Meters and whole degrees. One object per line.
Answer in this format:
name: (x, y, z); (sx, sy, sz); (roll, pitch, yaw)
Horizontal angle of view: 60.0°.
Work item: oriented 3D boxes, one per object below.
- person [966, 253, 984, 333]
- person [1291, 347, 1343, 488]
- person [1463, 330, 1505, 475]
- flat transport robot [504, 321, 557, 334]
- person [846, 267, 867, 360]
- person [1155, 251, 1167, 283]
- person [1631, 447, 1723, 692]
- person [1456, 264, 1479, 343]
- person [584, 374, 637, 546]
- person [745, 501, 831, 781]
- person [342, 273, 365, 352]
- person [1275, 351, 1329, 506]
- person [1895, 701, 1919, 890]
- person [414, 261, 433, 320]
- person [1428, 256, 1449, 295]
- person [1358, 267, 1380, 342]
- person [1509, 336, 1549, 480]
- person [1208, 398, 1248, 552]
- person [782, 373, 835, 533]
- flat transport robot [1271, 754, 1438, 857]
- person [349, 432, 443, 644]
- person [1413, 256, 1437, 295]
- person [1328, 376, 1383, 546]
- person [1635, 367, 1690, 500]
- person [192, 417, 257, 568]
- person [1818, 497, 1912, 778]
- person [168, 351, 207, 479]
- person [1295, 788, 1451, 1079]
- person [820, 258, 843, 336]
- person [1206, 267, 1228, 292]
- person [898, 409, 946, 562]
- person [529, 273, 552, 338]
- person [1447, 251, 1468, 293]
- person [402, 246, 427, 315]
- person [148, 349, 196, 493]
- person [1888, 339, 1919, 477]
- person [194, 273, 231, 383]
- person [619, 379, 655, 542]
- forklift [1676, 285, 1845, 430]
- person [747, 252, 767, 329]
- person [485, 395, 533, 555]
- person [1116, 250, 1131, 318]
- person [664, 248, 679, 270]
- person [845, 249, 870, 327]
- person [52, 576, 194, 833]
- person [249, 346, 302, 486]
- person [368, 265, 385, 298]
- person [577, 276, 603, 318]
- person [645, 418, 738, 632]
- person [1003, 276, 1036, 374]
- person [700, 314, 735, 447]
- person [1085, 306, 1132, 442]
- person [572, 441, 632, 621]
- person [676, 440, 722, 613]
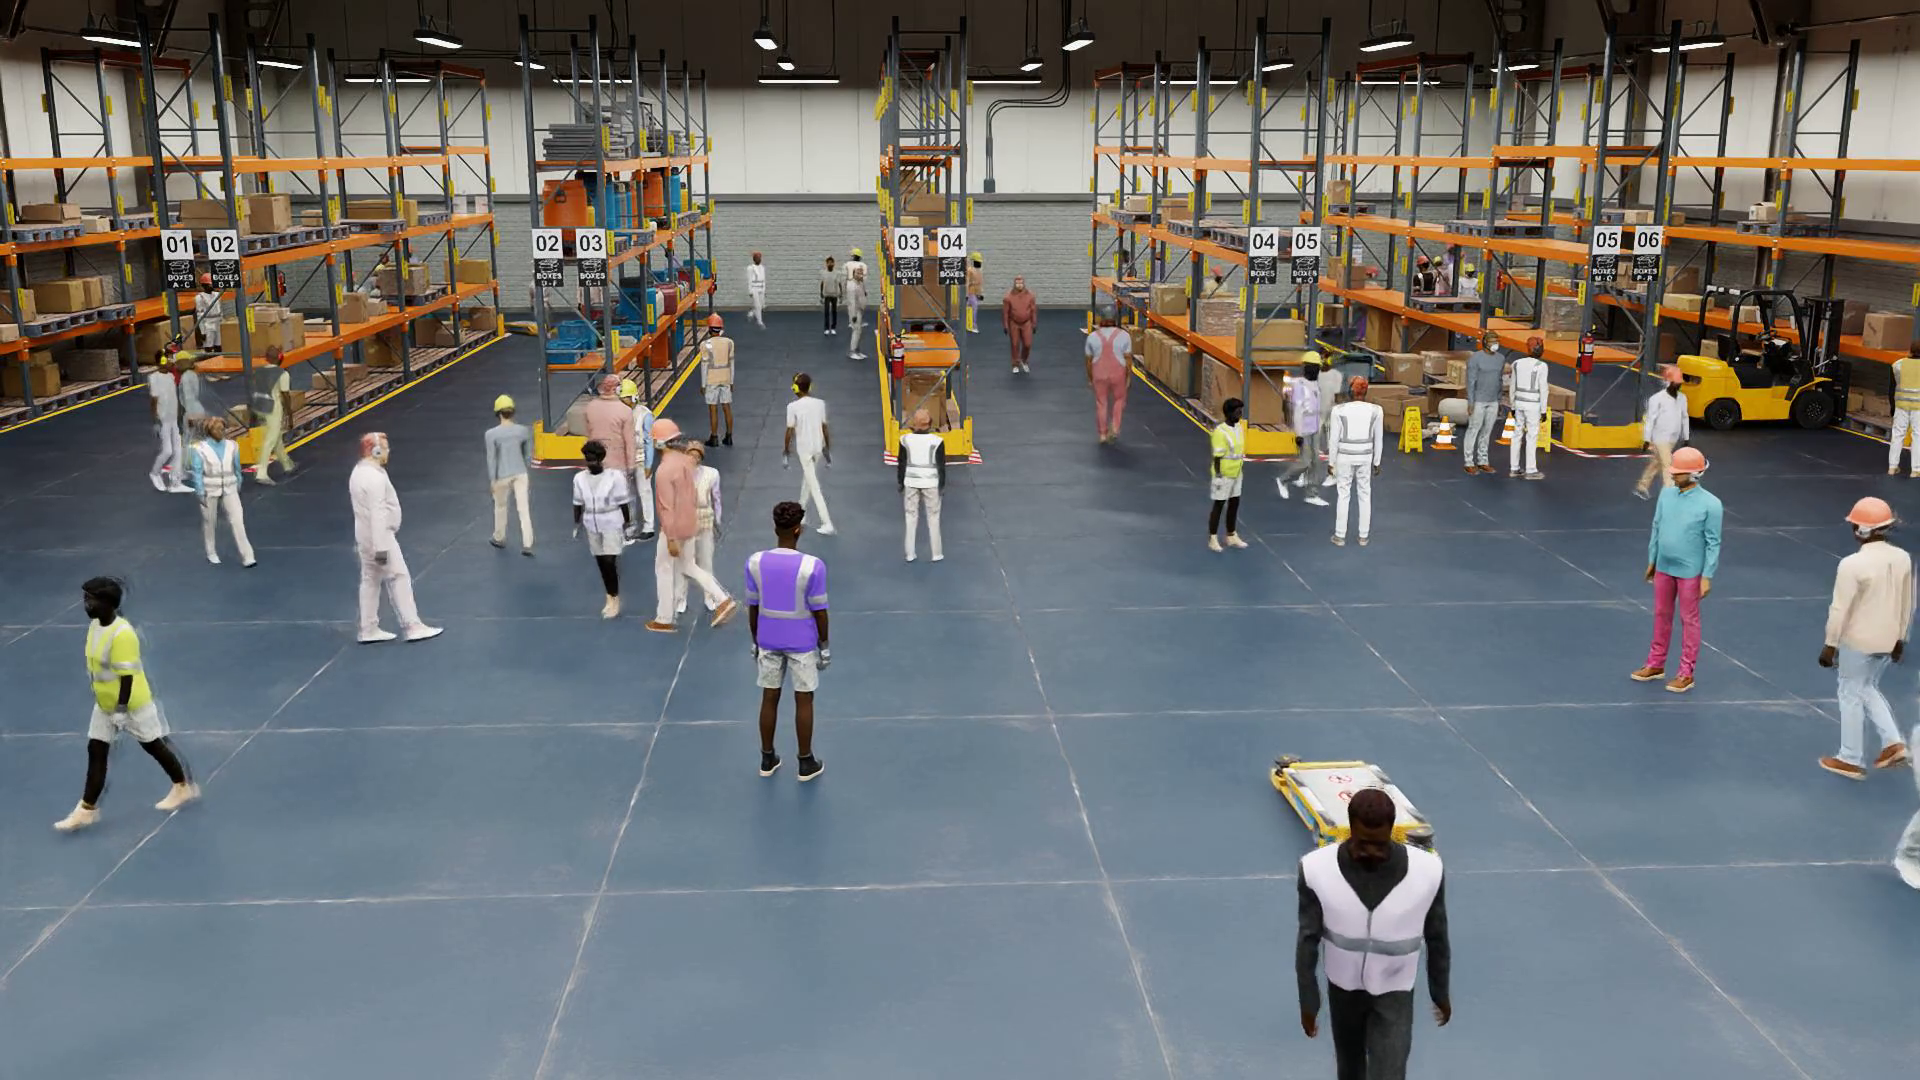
person: (0.329, -5.864, 39.478); (0.599, 1.888, 0.637); (9, 16, 35)
person: (4.616, -1.552, 21.315); (0.494, 1.826, 0.916); (12, 18, 42)
person: (7.033, -1.844, 22.296); (0.627, 1.940, 0.371); (-7, 15, -26)
flat transport robot: (-10.265, -5.046, 39.436); (1.431, 0.197, 0.652); (11, 17, 39)
person: (-2.132, -4.705, 34.516); (0.403, 1.897, 0.660); (1, 13, 6)
person: (5.276, -6.848, 44.150); (0.507, 1.632, 0.265); (10, 17, 36)
person: (5.795, 0.229, 13.410); (0.392, 1.988, 0.609); (-7, 15, -27)
person: (11.400, -5.314, 37.370); (0.527, 1.768, 0.313); (-1, 13, -3)
person: (-3.817, -0.868, 18.293); (0.645, 1.889, 0.407); (6, 14, 23)
person: (-1.177, 0.694, 11.507); (0.599, 1.958, 0.368); (4, 14, 18)
person: (-13.057, -4.951, 35.922); (0.569, 1.728, 0.722); (6, 15, 24)
person: (4.243, -1.359, 20.346); (0.599, 1.887, 0.628); (11, 17, 38)
person: (5.760, 1.231, 9.738); (0.495, 1.714, 0.442); (-4, 14, -16)
person: (-12.516, -5.601, 38.653); (0.563, 1.732, 0.670); (4, 14, 15)
person: (11.635, -6.048, 40.547); (0.522, 1.732, 0.831); (3, 14, 11)
person: (9.286, -5.241, 37.171); (0.885, 1.703, 0.585); (-3, 14, -12)
person: (7.525, -1.746, 21.999); (0.358, 1.885, 0.572); (-8, 15, -30)
person: (2.921, -0.711, 18.054); (0.366, 1.680, 0.543); (10, 17, 38)
person: (-1.738, -0.998, 19.004); (0.518, 1.814, 0.997); (-11, 17, -40)
flat transport robot: (2.525, 1.719, 10.779); (0.652, 0.197, 1.431); (-1, 13, -5)
person: (-5.001, -0.022, 14.678); (0.737, 1.884, 0.678); (-9, 16, -33)
person: (9.964, -5.102, 35.894); (0.605, 2.036, 0.383); (-7, 15, -28)
person: (4.337, -0.869, 18.281); (0.584, 1.883, 0.345); (0, 13, 1)
person: (8.656, -1.276, 20.391); (0.578, 1.709, 0.889); (-6, 15, -25)
person: (-7.691, -0.486, 17.299); (0.524, 1.586, 0.884); (-12, 18, -42)
person: (6.277, 0.687, 11.500); (0.624, 1.981, 0.518); (-6, 15, -25)
person: (-10.149, -1.658, 22.047); (0.724, 1.690, 0.548); (-2, 13, -9)
person: (1.704, 1.847, 6.873); (0.634, 1.846, 0.999); (4, 14, 16)
person: (-3.001, -5.673, 38.790); (0.538, 1.812, 0.992); (0, 13, -1)
person: (5.747, -5.213, 37.070); (0.582, 1.698, 0.910); (-5, 14, -19)
person: (-0.404, -0.567, 17.558); (0.529, 1.628, 0.321); (3, 14, 12)
person: (-9.505, -5.334, 37.774); (0.521, 1.611, 0.703); (-1, 13, -4)
person: (12.763, -6.537, 42.648); (0.583, 1.724, 0.680); (7, 15, 28)
person: (-14.106, -6.691, 42.971); (0.497, 1.878, 0.647); (12, 18, 42)
person: (-10.099, -1.501, 21.095); (0.610, 1.826, 0.591); (2, 13, 9)
person: (12.696, -1.760, 22.146); (0.429, 1.847, 0.627); (-11, 17, -38)
person: (-13.969, -3.970, 31.085); (0.377, 2.043, 0.607); (4, 14, 15)
person: (-3.642, -0.883, 18.483); (0.588, 1.824, 0.405); (7, 15, 27)
forklift: (12.503, -2.886, 26.166); (2.313, 2.155, 1.214); (-1, 13, -3)
person: (-4.934, -6.027, 40.175); (0.618, 1.866, 0.582); (10, 16, 35)
person: (-4.855, -0.703, 17.941); (0.537, 1.713, 0.932); (-10, 16, -35)
person: (3.972, -6.147, 40.645); (0.468, 1.880, 0.634); (4, 14, 15)
person: (-7.378, -6.577, 42.603); (0.431, 1.832, 0.644); (1, 13, 5)
person: (-2.536, -6.144, 40.634); (0.593, 1.895, 0.586); (3, 14, 14)
person: (-5.429, 1.034, 10.720); (0.547, 1.648, 0.867); (11, 17, 38)
person: (-8.972, -1.643, 21.798); (0.667, 1.771, 1.007); (7, 15, 27)
person: (-13.225, -5.429, 37.992); (0.567, 1.690, 0.752); (1, 13, 5)
person: (-8.081, -5.192, 36.381); (0.609, 1.986, 0.391); (1, 13, 3)
person: (-2.453, -0.115, 14.923); (0.799, 1.975, 0.631); (5, 14, 20)
person: (1.157, -4.148, 32.171); (0.670, 1.885, 0.596); (-1, 13, -4)
person: (-3.563, -2.332, 24.369); (0.545, 1.938, 0.361); (-10, 16, -35)
person: (2.219, -2.480, 24.771); (0.712, 2.000, 0.535); (3, 14, 13)
person: (-3.357, -0.092, 15.427); (0.554, 1.674, 0.583); (4, 14, 18)
person: (-2.499, -0.131, 15.683); (0.514, 1.640, 0.311); (-4, 14, -15)
